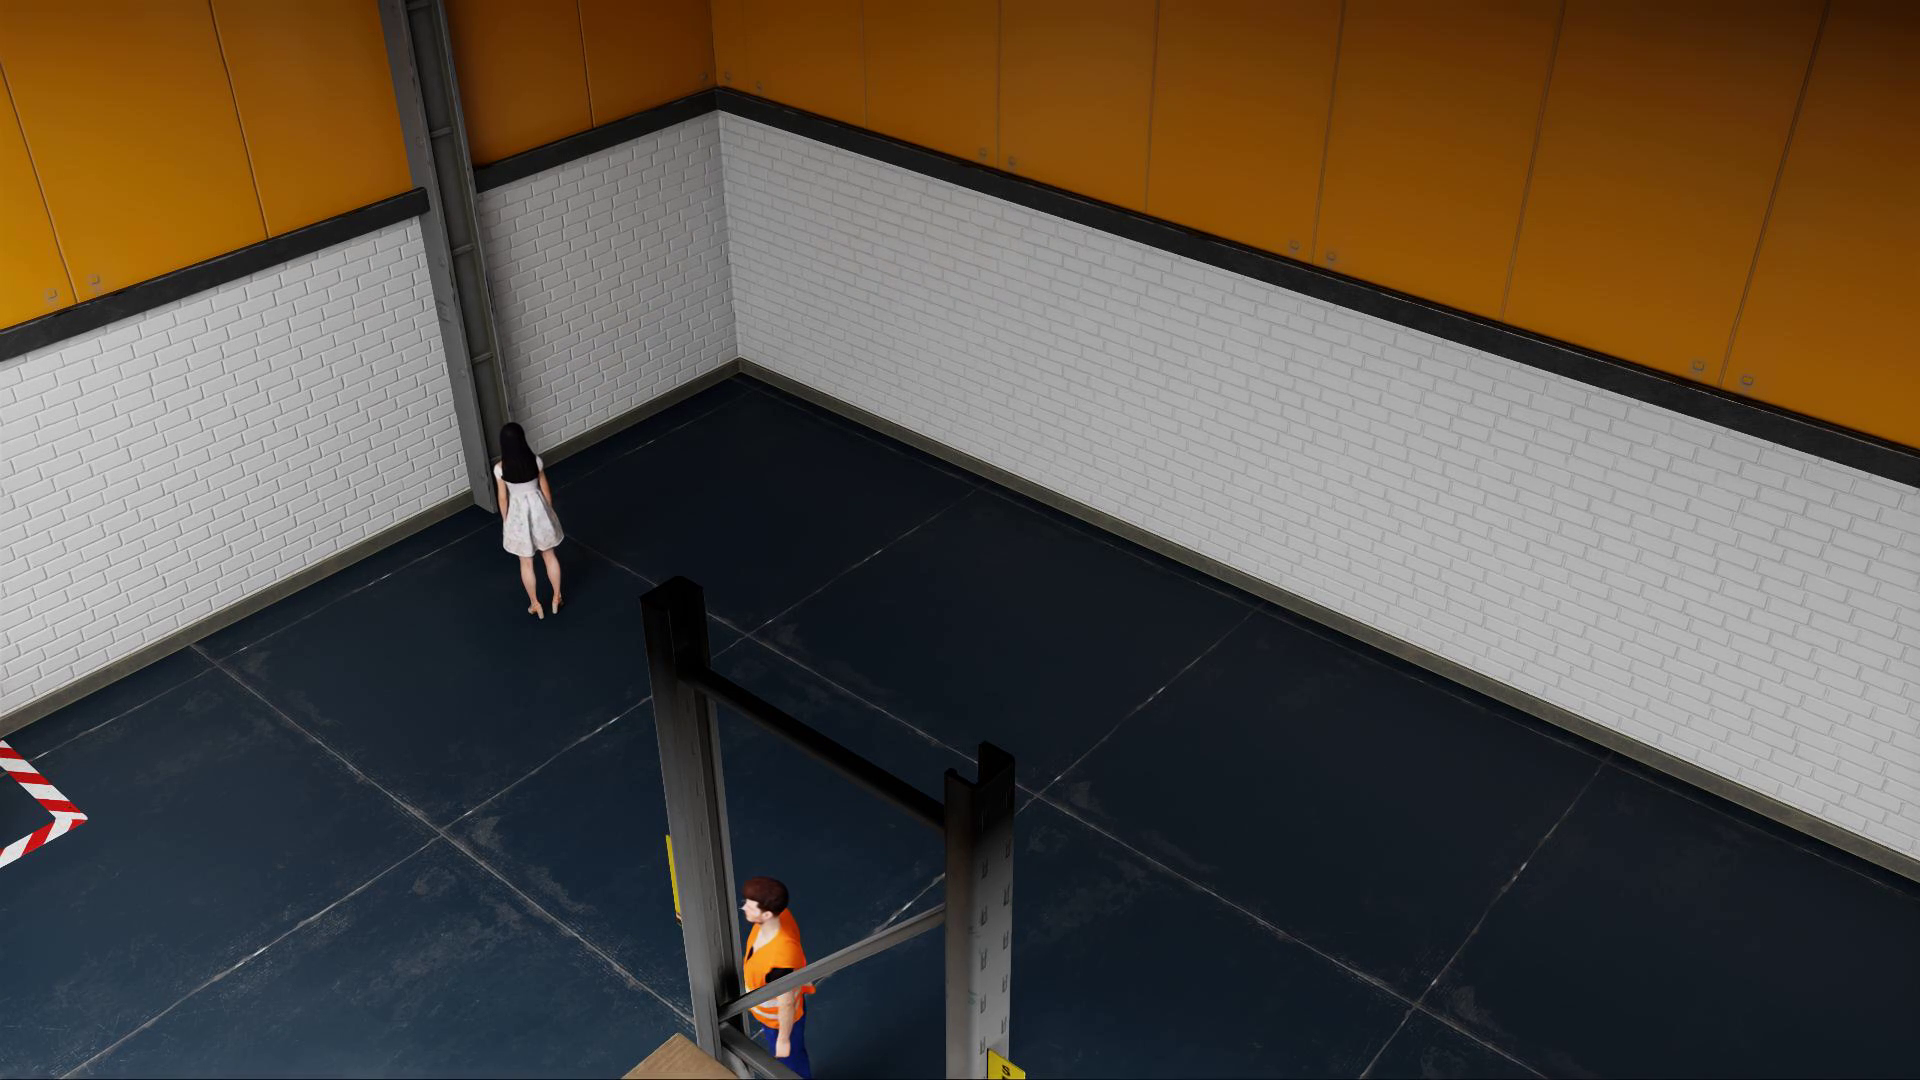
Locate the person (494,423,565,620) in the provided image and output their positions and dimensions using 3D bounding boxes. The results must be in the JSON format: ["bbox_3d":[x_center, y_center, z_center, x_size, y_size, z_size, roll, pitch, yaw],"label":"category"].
[{"bbox_3d":[-3.472,-0.152,13.418,0.725,1.775,0.820,-13,36,-19],"label":"person"}]

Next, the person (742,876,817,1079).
[{"bbox_3d":[-0.990,2.571,9.220,0.830,1.888,0.794,-7,34,-11],"label":"person"}]
